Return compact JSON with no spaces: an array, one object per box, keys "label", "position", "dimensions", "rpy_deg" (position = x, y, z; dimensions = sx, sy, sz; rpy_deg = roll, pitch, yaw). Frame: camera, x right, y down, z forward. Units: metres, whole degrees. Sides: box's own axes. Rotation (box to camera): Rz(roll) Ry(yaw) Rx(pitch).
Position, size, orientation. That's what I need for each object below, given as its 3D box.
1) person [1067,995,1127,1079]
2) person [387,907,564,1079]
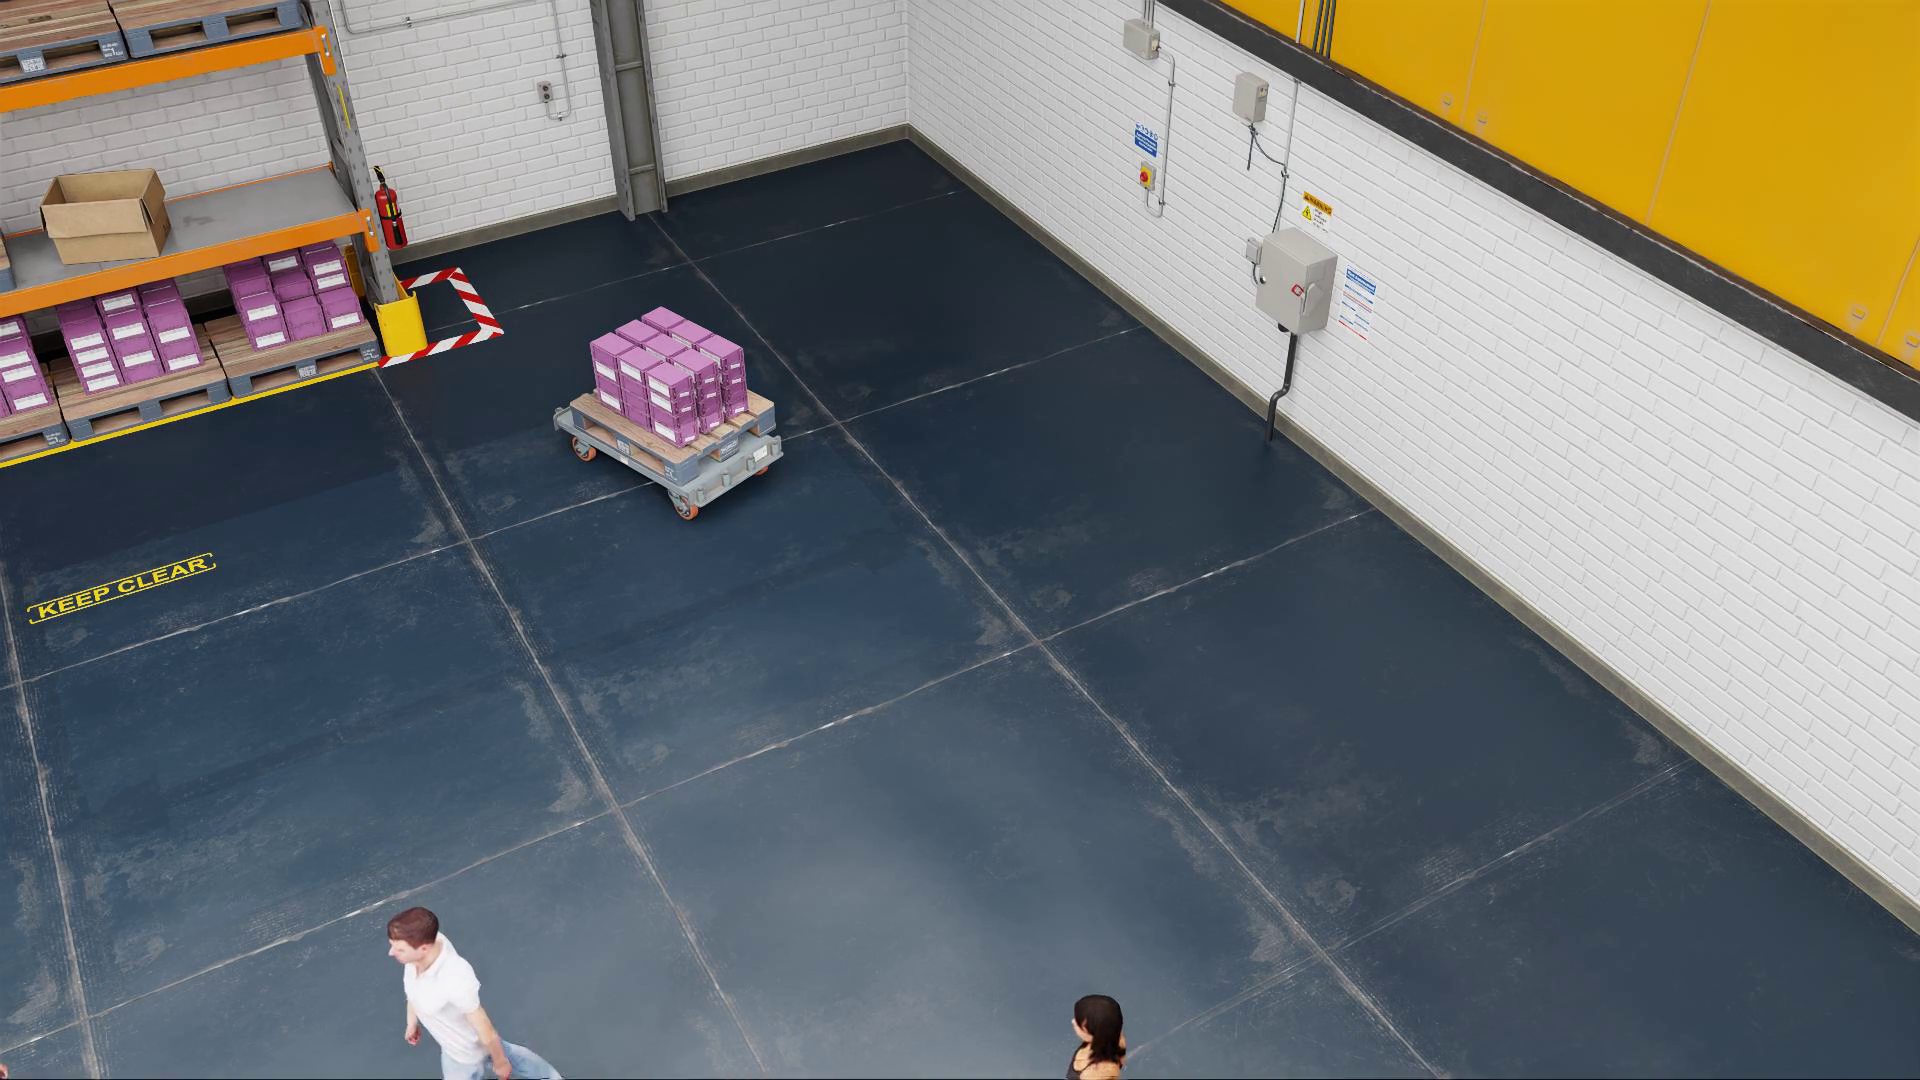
[{"label":"person","position":[0.676,2.628,7.481],"dimensions":[0.953,1.634,0.882],"rpy_deg":[9,39,11]},{"label":"person","position":[-2.242,2.281,7.782],"dimensions":[1.243,1.801,0.828],"rpy_deg":[-27,46,-30]}]
